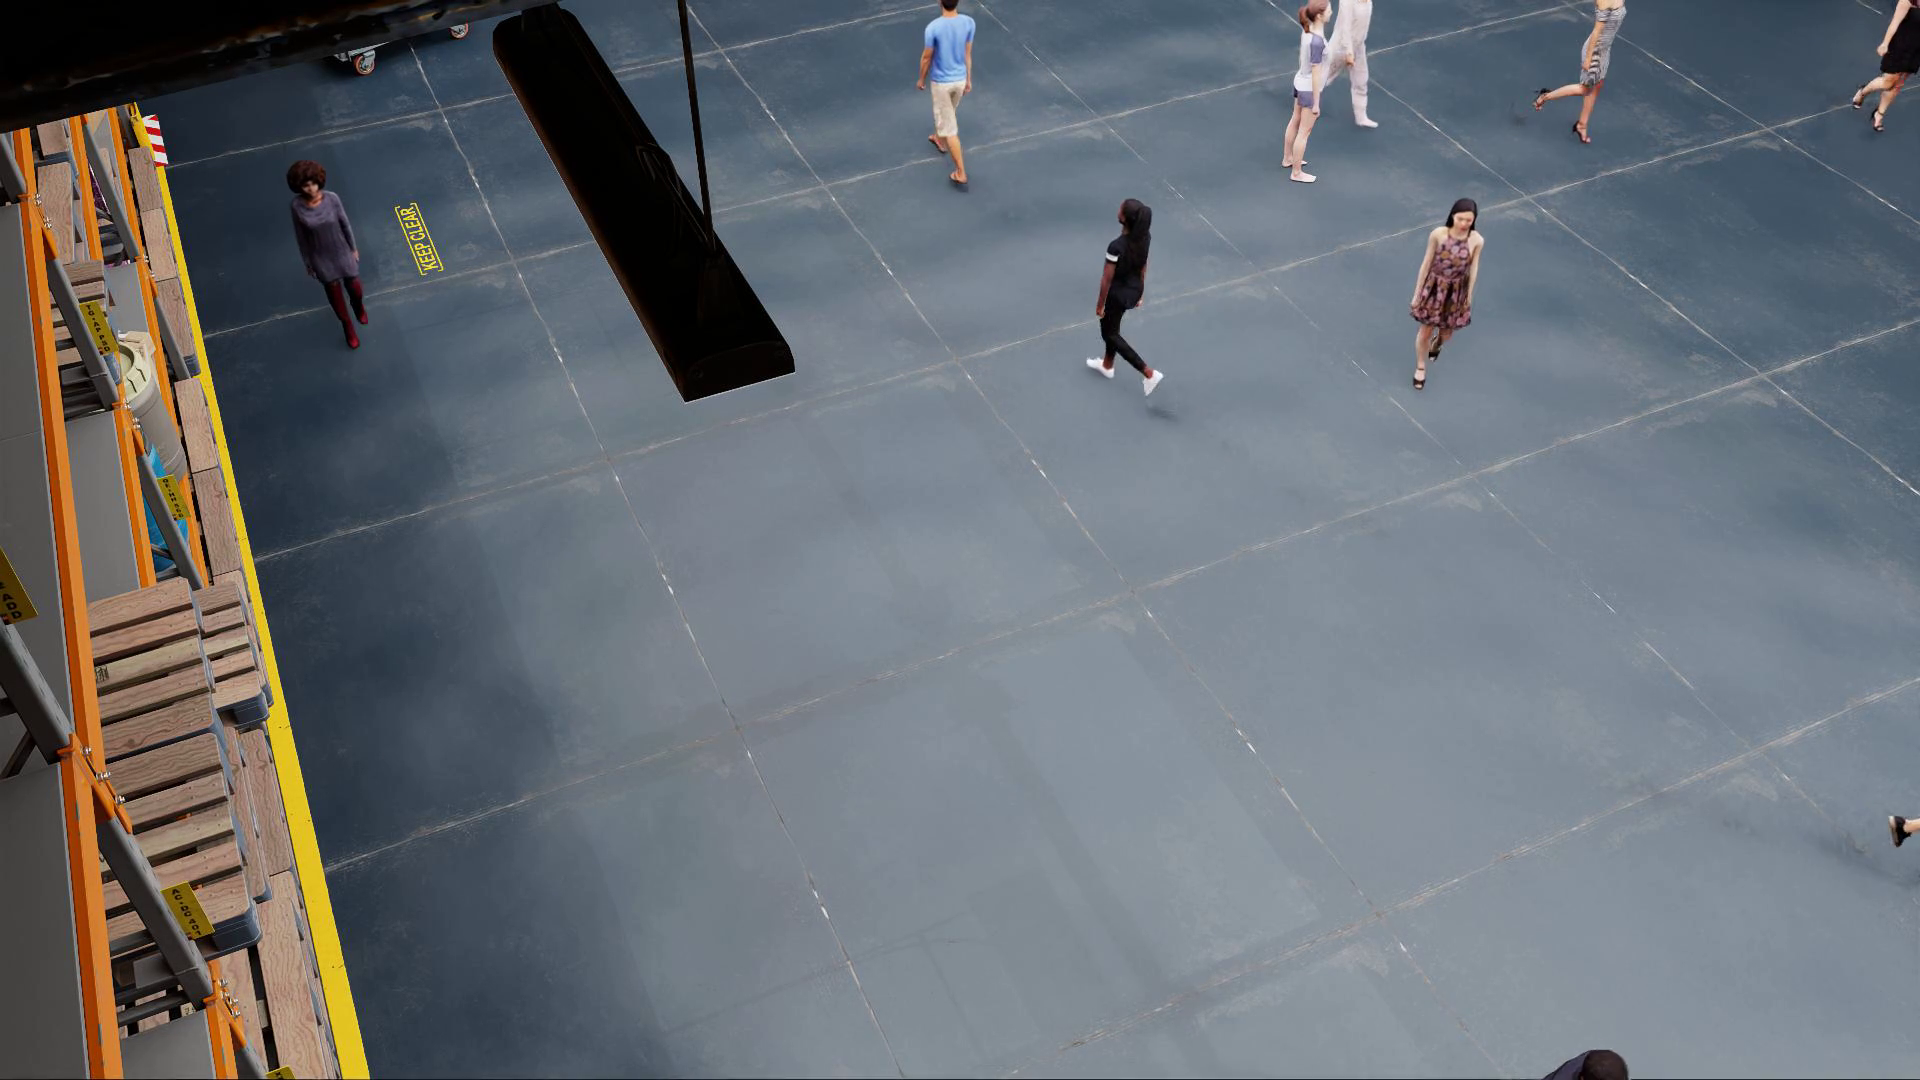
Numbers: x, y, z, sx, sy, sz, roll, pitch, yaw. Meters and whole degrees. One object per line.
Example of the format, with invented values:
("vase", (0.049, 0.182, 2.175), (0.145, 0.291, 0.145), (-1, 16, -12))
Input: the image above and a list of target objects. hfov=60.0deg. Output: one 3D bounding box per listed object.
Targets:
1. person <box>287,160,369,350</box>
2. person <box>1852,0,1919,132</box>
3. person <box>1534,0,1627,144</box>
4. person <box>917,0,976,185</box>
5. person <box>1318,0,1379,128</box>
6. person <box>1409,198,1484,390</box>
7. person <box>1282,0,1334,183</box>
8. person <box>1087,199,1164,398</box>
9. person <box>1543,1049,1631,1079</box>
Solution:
("person", (-5.153, -2.359, 13.561), (0.600, 1.701, 0.674), (-16, 46, -16))
("person", (9.108, -4.795, 16.117), (0.732, 1.704, 0.814), (-9, 44, -9))
("person", (6.005, -4.678, 15.919), (0.986, 1.807, 0.819), (30, 51, 27))
("person", (-0.074, -4.183, 15.389), (0.679, 1.822, 1.211), (-20, 47, -19))
("person", (3.681, -4.837, 16.201), (1.158, 1.649, 0.890), (33, 52, 30))
("person", (3.813, -1.980, 13.121), (0.856, 1.761, 0.922), (12, 45, 12))
("person", (3.231, -4.197, 15.442), (0.701, 1.769, 0.600), (-6, 44, -6))
("person", (1.325, -1.867, 13.044), (1.104, 1.703, 0.880), (32, 52, 29))
("person", (2.753, 2.824, 7.999), (0.864, 1.870, 1.105), (-25, 49, -24))
